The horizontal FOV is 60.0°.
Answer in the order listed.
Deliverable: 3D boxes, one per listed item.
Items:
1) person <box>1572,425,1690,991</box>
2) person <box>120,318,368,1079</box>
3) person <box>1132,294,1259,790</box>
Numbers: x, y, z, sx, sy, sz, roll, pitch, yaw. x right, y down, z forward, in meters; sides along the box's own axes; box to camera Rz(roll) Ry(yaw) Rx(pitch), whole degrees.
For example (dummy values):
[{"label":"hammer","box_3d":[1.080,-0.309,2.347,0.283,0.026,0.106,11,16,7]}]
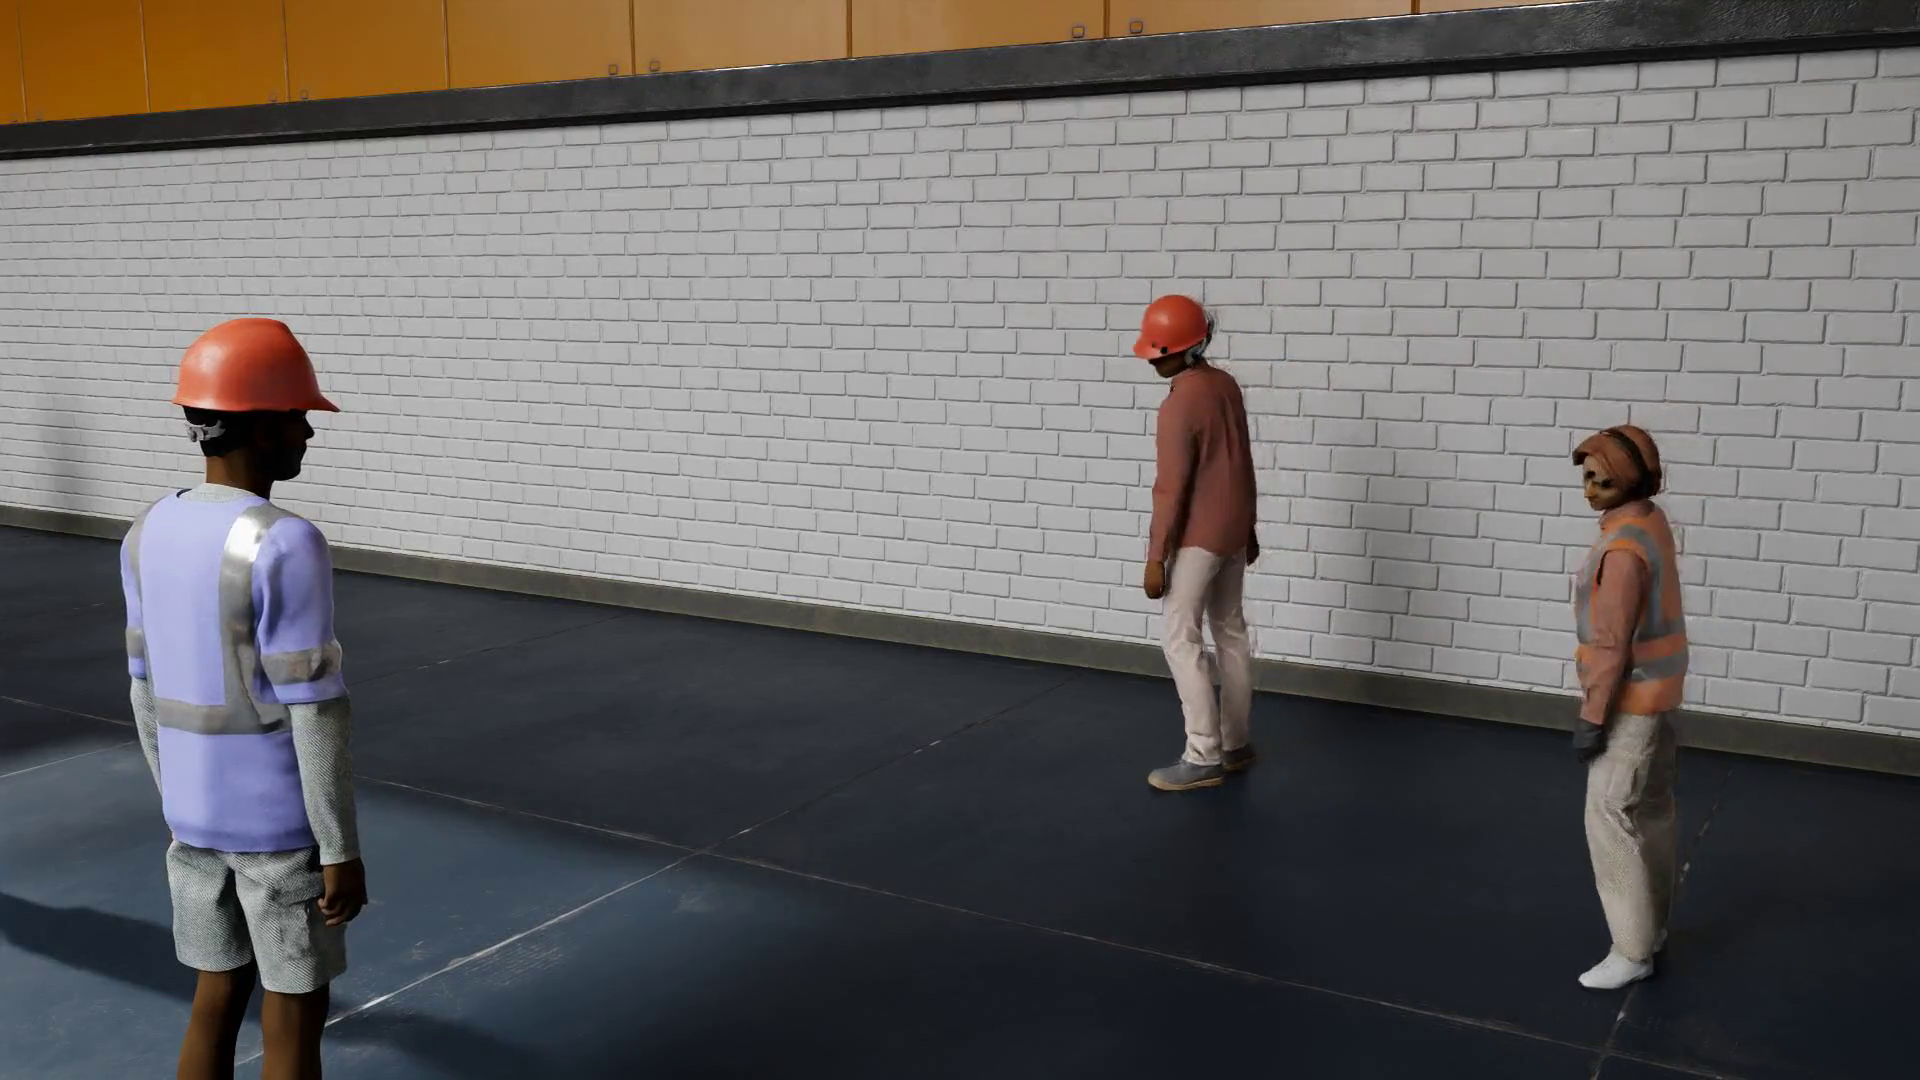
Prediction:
[{"label":"person","box_3d":[1.936,0.458,4.812,0.329,1.609,0.652,6,11,31]},{"label":"person","box_3d":[-1.381,0.532,3.321,0.550,1.935,0.376,5,11,30]},{"label":"person","box_3d":[0.984,0.001,6.650,0.391,1.950,0.769,6,11,35]}]
